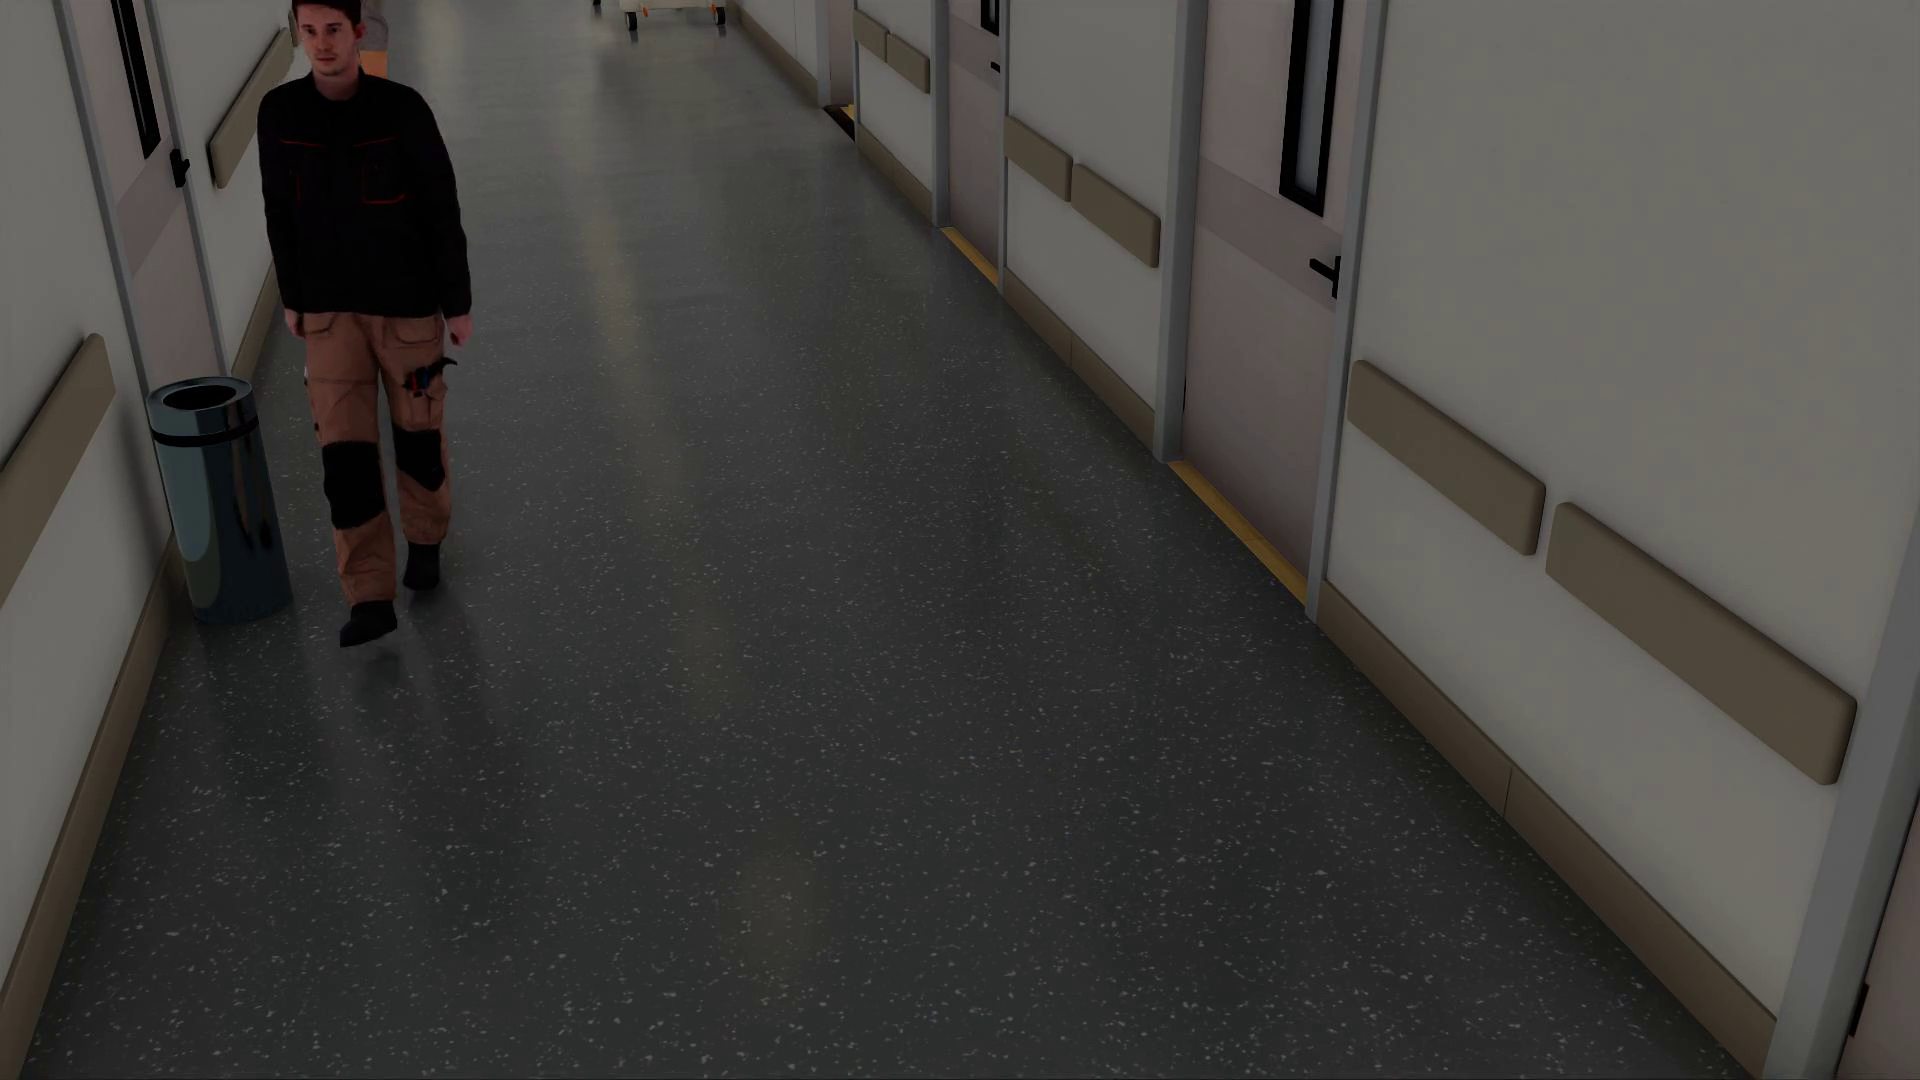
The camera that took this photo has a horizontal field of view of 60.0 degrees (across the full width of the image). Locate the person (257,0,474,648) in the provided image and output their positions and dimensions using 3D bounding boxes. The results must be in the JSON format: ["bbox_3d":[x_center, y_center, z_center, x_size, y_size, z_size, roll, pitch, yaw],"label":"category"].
[{"bbox_3d":[-1.750,-0.707,5.020,1.009,1.899,0.822,-5,26,-10],"label":"person"}]
